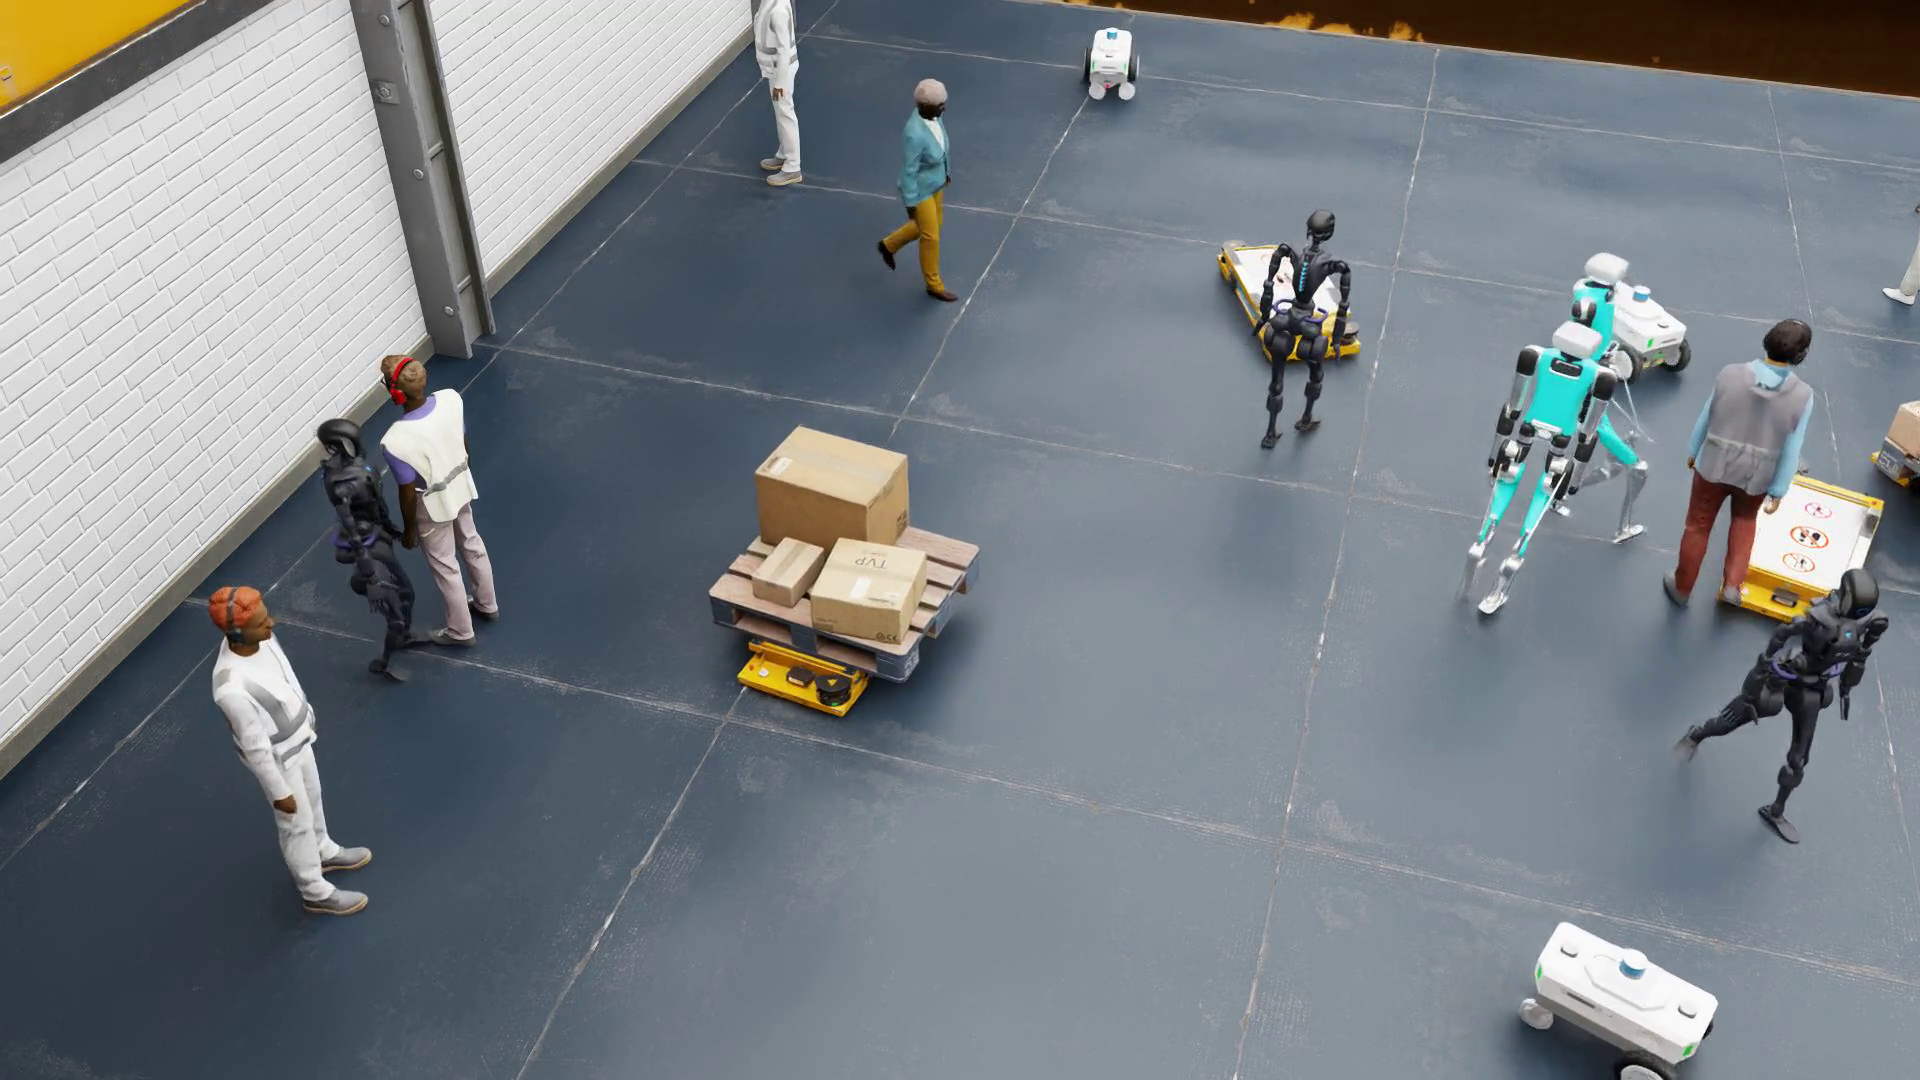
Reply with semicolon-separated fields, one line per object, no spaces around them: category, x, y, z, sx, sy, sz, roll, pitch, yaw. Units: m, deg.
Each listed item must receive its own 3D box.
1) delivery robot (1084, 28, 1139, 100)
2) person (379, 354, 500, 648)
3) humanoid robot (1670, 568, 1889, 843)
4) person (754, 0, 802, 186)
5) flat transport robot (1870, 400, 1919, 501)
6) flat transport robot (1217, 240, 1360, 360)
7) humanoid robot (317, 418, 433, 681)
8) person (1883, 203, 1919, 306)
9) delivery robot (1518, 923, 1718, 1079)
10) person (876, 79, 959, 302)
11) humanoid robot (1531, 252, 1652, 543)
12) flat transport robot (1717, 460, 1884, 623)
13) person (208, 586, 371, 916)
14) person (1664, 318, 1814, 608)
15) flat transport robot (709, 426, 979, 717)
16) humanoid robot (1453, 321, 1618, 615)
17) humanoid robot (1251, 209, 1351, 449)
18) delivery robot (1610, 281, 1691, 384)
delivery robot;1.390;-4.401;15.236;0.514;0.576;0.747;5;39;6
person;-2.809;-0.196;8.988;0.390;1.848;0.564;15;41;18
humanoid robot;4.039;0.667;8.101;0.610;1.616;0.765;-4;39;-5
person;-1.482;-3.796;13.440;0.356;1.883;0.572;-7;39;-8
flat transport robot;6.445;-0.229;10.290;0.659;0.231;1.431;-14;41;-16
flat transport robot;2.399;-1.791;12.233;0.659;0.231;1.431;-5;39;-7
humanoid robot;-3.090;0.056;8.814;0.383;1.661;0.596;-5;39;-6
person;7.135;-2.444;11.950;0.510;1.638;0.306;-10;40;-12
delivery robot;2.895;2.033;7.263;0.818;0.614;0.499;25;45;28
person;-0.328;-2.550;12.006;0.657;1.727;0.568;14;41;17
humanoid robot;3.933;-0.770;9.832;0.914;1.808;0.530;23;44;26
flat transport robot;5.071;0.022;9.977;0.659;0.231;1.431;22;44;25
person;-3.055;0.952;7.534;0.361;1.880;0.580;-6;39;-7
person;4.303;-0.388;9.214;0.517;1.861;0.471;14;41;17
flat transport robot;-0.627;0.410;9.494;0.659;0.231;1.431;16;42;19
humanoid robot;3.122;-0.244;9.217;0.540;1.866;0.818;22;44;25
humanoid robot;2.160;-1.360;10.575;0.609;1.648;0.472;19;43;22
delivery robot;4.704;-1.482;11.619;0.499;0.593;0.789;-14;41;-17
